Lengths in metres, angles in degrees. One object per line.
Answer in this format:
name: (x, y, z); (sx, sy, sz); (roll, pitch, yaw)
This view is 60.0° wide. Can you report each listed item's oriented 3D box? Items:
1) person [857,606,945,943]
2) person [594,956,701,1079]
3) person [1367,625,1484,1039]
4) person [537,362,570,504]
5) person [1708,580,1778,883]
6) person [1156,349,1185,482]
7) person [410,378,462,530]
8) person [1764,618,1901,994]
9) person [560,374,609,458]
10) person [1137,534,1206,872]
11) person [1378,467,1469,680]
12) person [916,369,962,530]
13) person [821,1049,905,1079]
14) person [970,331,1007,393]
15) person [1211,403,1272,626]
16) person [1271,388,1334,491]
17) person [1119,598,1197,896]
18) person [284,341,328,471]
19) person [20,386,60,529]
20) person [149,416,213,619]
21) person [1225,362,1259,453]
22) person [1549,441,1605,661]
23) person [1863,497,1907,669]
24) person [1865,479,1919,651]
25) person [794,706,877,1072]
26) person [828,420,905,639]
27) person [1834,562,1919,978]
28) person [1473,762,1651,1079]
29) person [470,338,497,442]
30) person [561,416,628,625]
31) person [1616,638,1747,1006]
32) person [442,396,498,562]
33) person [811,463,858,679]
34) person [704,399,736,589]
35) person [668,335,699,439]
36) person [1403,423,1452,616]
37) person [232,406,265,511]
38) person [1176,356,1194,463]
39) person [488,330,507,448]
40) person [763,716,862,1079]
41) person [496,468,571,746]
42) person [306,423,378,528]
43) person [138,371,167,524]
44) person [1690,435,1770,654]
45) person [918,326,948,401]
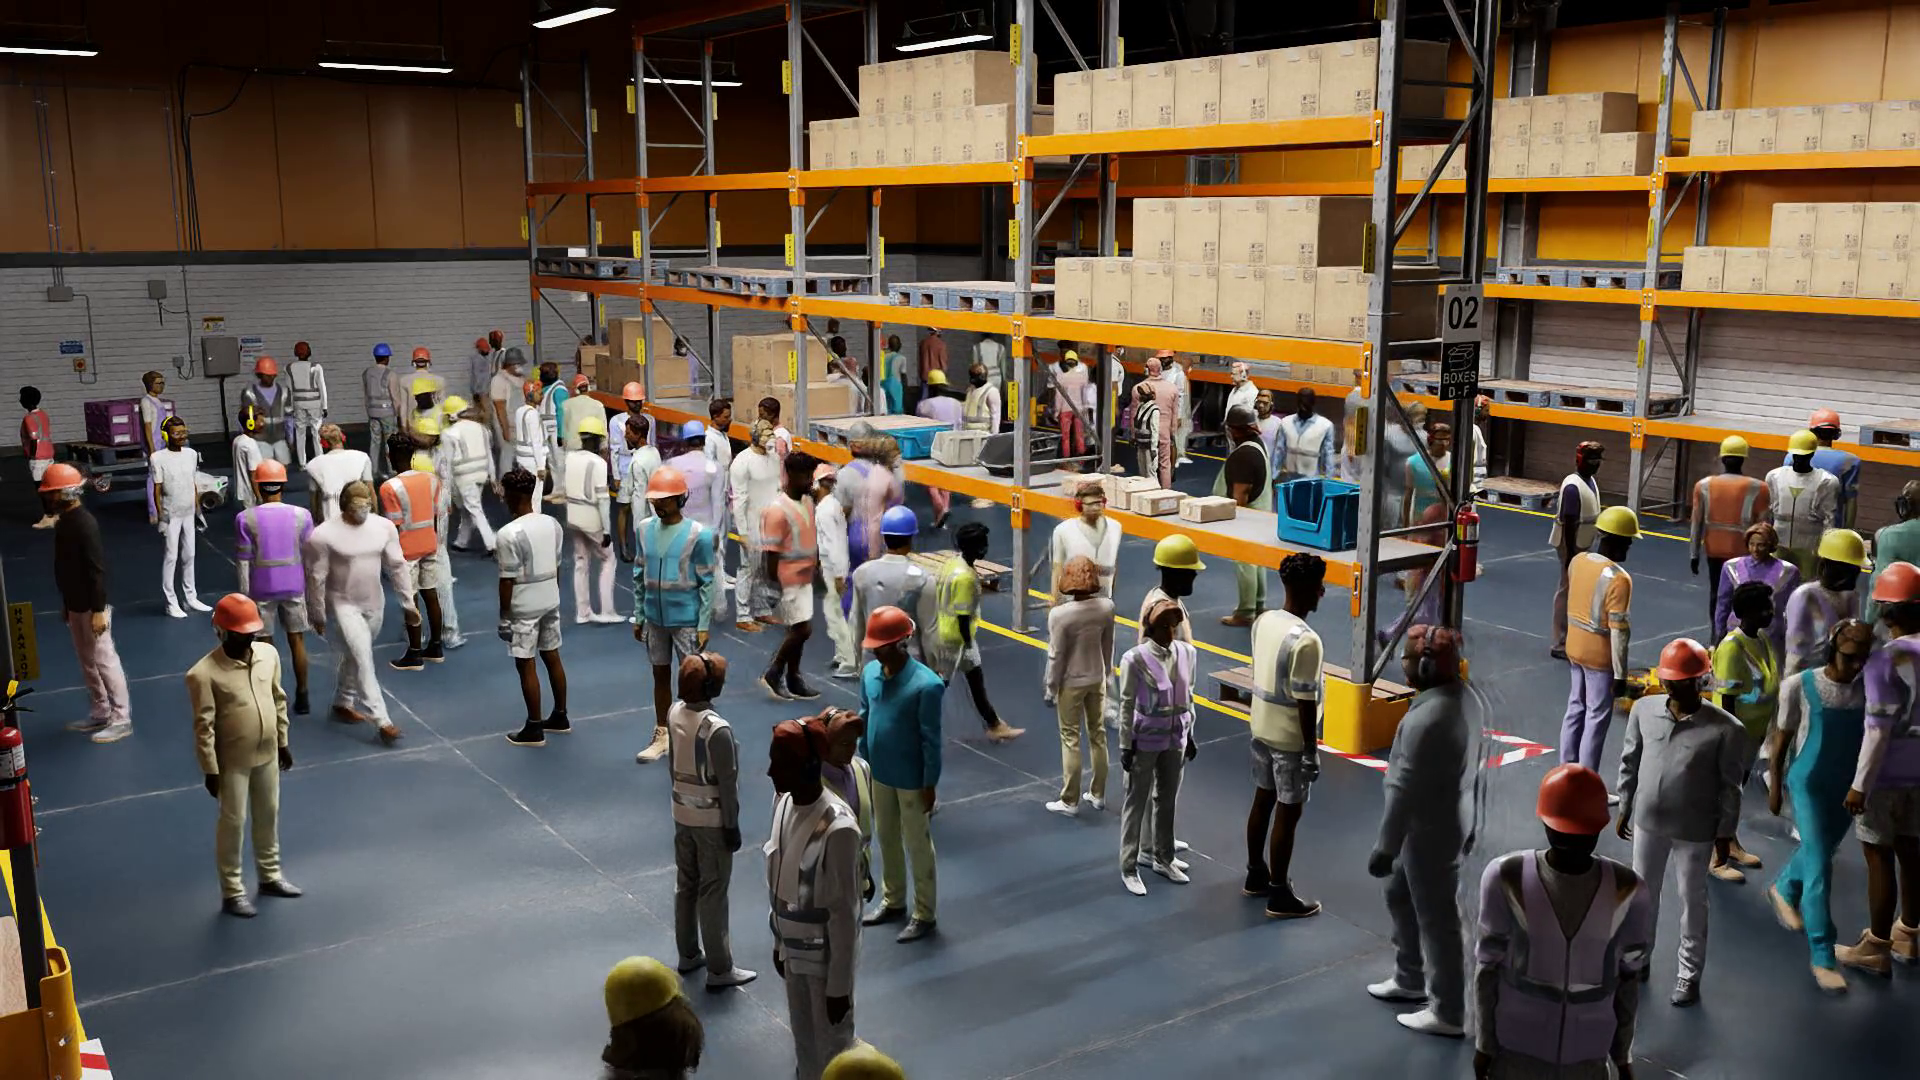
person: (-0.332, 1.185, 8.566); (0.574, 1.739, 0.350); (10, 15, 42)
person: (-0.803, 1.991, 4.538); (0.553, 1.691, 0.420); (8, 13, 34)
person: (2.056, 1.309, 7.543); (0.663, 1.884, 0.649); (6, 13, 28)
person: (-5.236, -1.387, 21.492); (0.430, 1.836, 0.637); (-6, 13, -28)
person: (4.382, 1.054, 9.335); (0.318, 1.699, 0.535); (10, 15, 42)
person: (2.849, -1.768, 23.167); (0.545, 1.938, 0.361); (6, 12, 27)
person: (-6.050, -0.973, 19.323); (0.597, 1.863, 1.060); (6, 13, 28)
person: (4.287, 1.221, 8.267); (0.528, 1.802, 0.976); (1, 11, 4)
person: (-4.698, -1.201, 20.795); (0.627, 1.733, 0.410); (0, 11, 1)
person: (1.188, 0.911, 9.483); (0.385, 1.925, 0.591); (2, 11, 9)
person: (3.801, 0.237, 13.424); (0.556, 1.737, 0.671); (-8, 14, -36)
person: (-0.234, -1.042, 19.516); (0.596, 1.910, 0.550); (-5, 12, -25)
person: (-0.195, 2.064, 4.090); (0.356, 1.728, 0.507); (3, 12, 16)
person: (0.478, -2.667, 27.810); (0.703, 1.916, 0.566); (-3, 11, -15)
person: (2.552, -0.252, 15.141); (0.535, 2.000, 0.698); (5, 12, 22)
person: (3.561, -0.652, 17.562); (0.610, 1.894, 0.726); (9, 14, 38)
person: (1.086, 1.121, 9.144); (0.522, 1.638, 0.310); (-7, 13, -31)
person: (-9.492, -1.942, 24.193); (0.575, 1.885, 0.355); (0, 11, -2)
person: (-10.944, -0.979, 19.746); (0.317, 1.695, 0.540); (-2, 11, -12)
person: (-7.225, -0.222, 15.426); (0.334, 1.873, 0.521); (5, 12, 24)
person: (3.485, -1.263, 20.705); (0.397, 1.899, 0.636); (-3, 11, -16)
person: (5.162, 0.079, 13.962); (0.396, 1.841, 0.565); (7, 13, 33)
person: (6.996, 0.460, 12.396); (0.321, 1.693, 0.533); (-4, 12, -20)
person: (6.542, 0.557, 11.324); (0.657, 1.915, 0.626); (-3, 12, -16)
person: (-0.542, 1.510, 7.163); (0.311, 1.636, 0.523); (7, 13, 30)
person: (-0.766, -0.060, 14.157); (0.676, 2.000, 1.036); (-5, 12, -25)
person: (4.549, 1.115, 8.145); (0.611, 2.040, 0.392); (-6, 13, -29)
person: (1.994, 1.670, 5.569); (0.546, 1.939, 0.375); (2, 11, 10)
person: (-7.806, -2.447, 27.225); (0.575, 1.707, 0.624); (-1, 11, -7)
person: (-3.331, -0.168, 15.035); (0.610, 1.913, 0.447); (8, 13, 34)
person: (3.371, 1.314, 7.863); (0.333, 1.749, 0.575); (-10, 15, -41)
person: (-5.254, -0.659, 17.920); (0.942, 1.781, 0.634); (6, 12, 26)
person: (-1.037, 0.247, 13.451); (0.446, 1.704, 0.663); (0, 11, -1)
person: (-2.420, -0.454, 16.533); (0.404, 1.906, 0.598); (0, 11, 2)
person: (-4.148, -2.098, 24.862); (0.629, 1.935, 0.372); (-10, 15, -42)
person: (4.352, -0.172, 15.304); (0.581, 1.826, 0.439); (-1, 11, -3)
person: (-6.957, -0.396, 16.371); (0.327, 1.853, 0.526); (-8, 14, -36)
person: (3.369, -1.952, 24.928); (0.339, 1.621, 0.504); (2, 11, 12)
person: (-7.327, -2.407, 26.569); (0.358, 1.884, 0.574); (-6, 13, -30)
person: (-0.548, 1.566, 6.277); (0.355, 1.876, 0.574); (-7, 13, -30)
person: (-3.028, 0.464, 11.709); (0.382, 1.955, 0.602); (5, 12, 24)
person: (-5.666, -0.166, 15.319); (0.615, 1.798, 0.538); (-3, 11, -15)
person: (-9.692, -1.114, 20.056); (0.327, 1.843, 0.516); (-3, 11, -13)
person: (6.385, 0.078, 13.867); (0.597, 1.892, 0.935); (9, 15, 40)
person: (-0.441, -2.722, 27.946); (0.613, 1.984, 0.425); (11, 15, 44)
